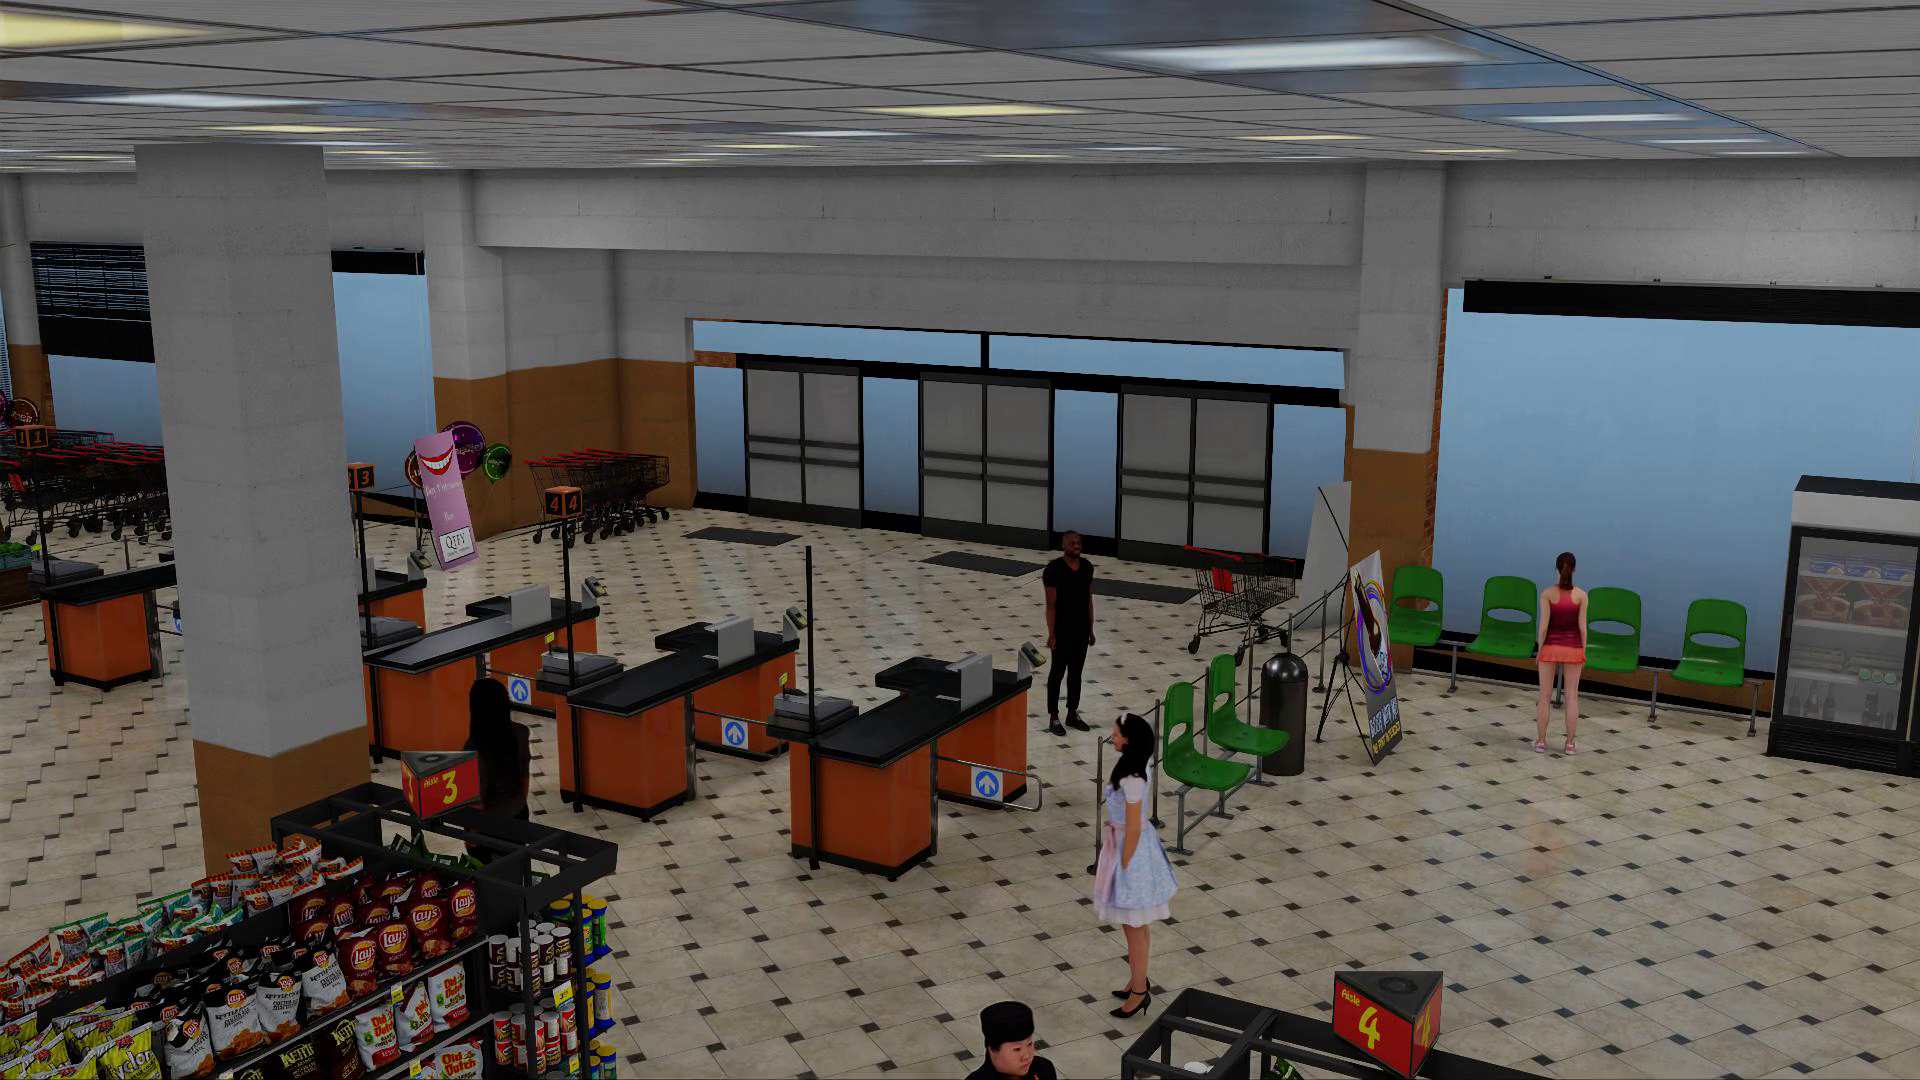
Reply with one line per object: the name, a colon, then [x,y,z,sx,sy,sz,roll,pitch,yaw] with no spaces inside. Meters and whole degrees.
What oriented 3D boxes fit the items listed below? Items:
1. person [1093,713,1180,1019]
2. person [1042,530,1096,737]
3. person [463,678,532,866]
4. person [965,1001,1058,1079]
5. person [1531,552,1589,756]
person: [0.990,1.878,9.628,0.865,1.815,0.779,2,12,10]
person: [0.962,0.800,14.733,0.685,1.820,0.810,-7,14,-29]
person: [-2.834,1.740,10.221,0.699,1.840,0.511,7,14,30]
person: [0.188,2.602,6.539,0.671,1.671,0.832,-11,16,-42]
person: [5.112,0.956,14.155,0.626,1.754,0.640,3,12,14]
